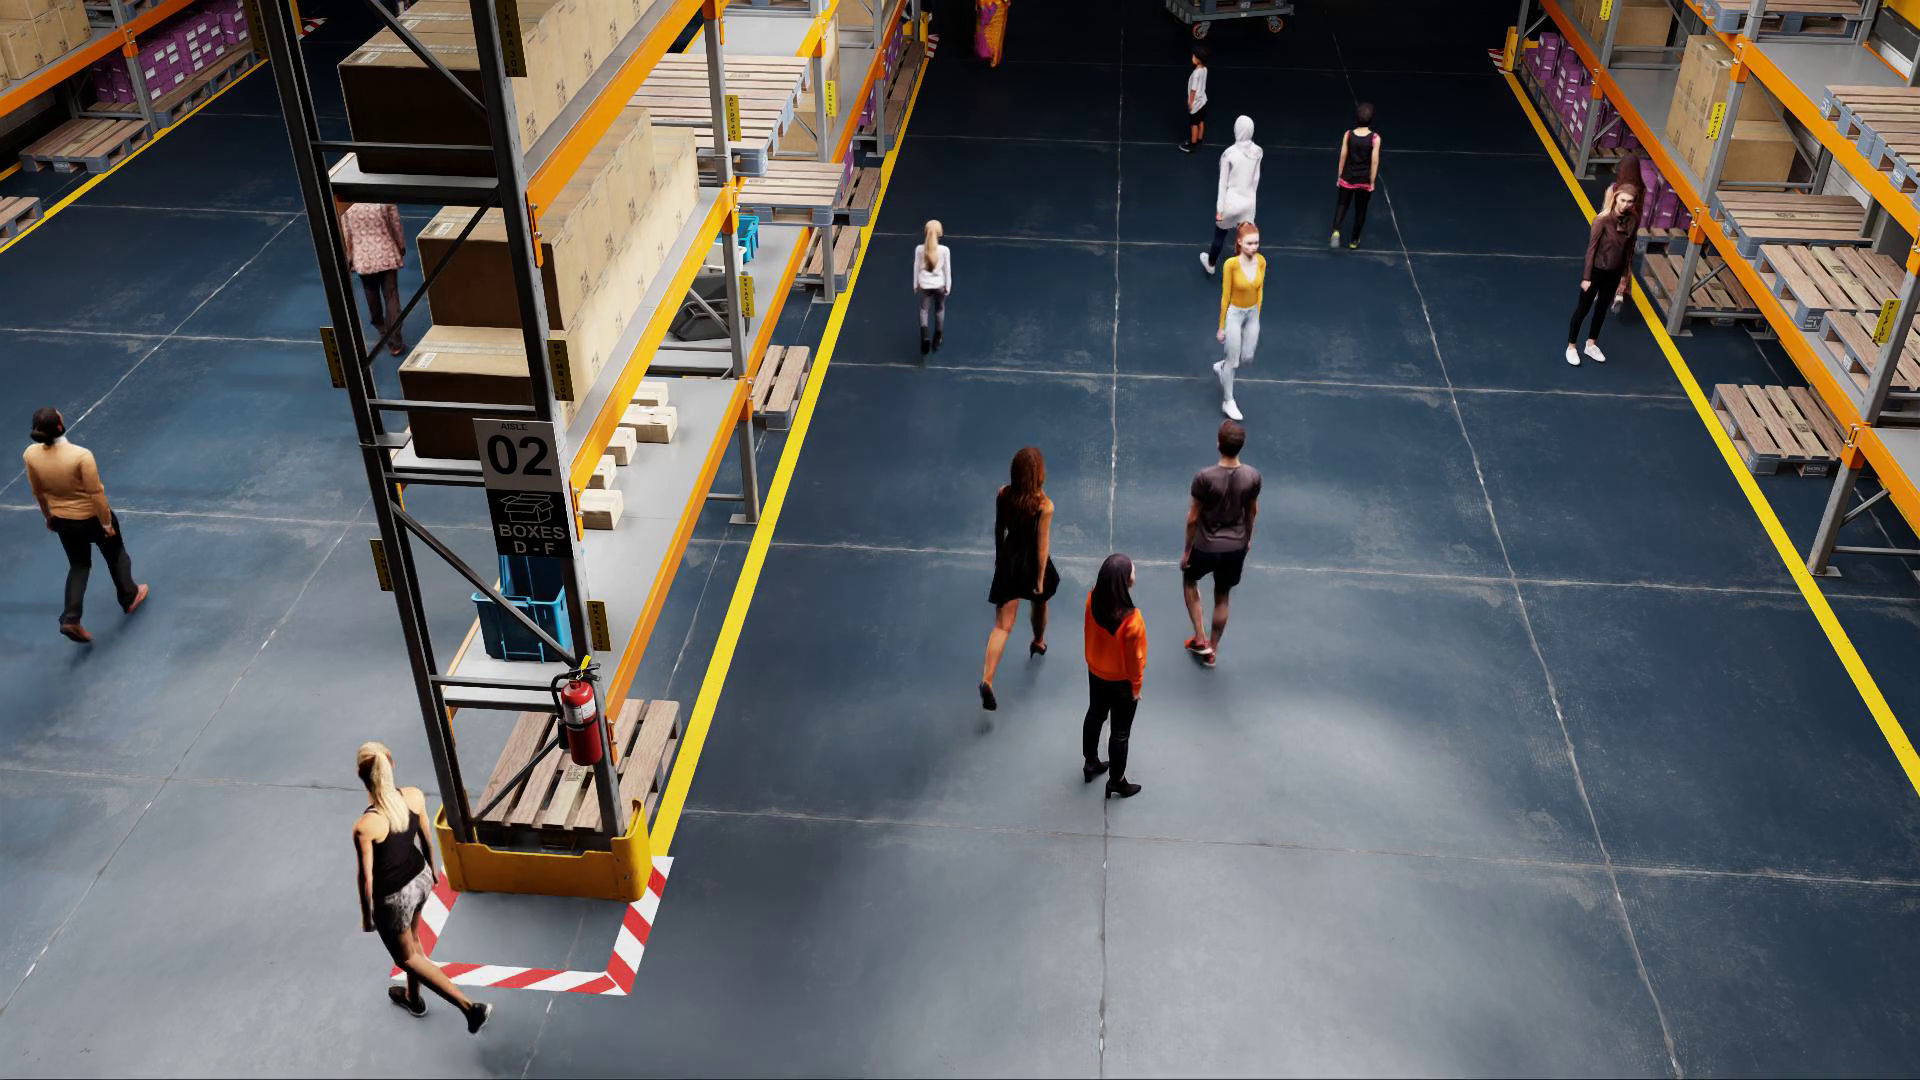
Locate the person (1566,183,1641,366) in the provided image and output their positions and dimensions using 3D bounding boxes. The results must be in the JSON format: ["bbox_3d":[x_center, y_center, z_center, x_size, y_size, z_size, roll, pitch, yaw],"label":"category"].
[{"bbox_3d":[5.778,-2.404,14.936,0.656,1.703,0.606,-6,34,-10],"label":"person"}]

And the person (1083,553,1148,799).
[{"bbox_3d":[0.924,0.813,10.056,0.768,1.748,0.693,-21,39,-29],"label":"person"}]

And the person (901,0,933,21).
[{"bbox_3d":[-0.585,-8.282,23.815,1.006,1.665,1.002,23,40,31],"label":"person"}]

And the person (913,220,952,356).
[{"bbox_3d":[-0.267,-2.284,15.150,0.506,1.267,0.737,2,34,3],"label":"person"}]

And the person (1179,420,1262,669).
[{"bbox_3d":[1.737,0.090,11.059,0.751,1.842,0.707,-6,34,-9],"label":"person"}]

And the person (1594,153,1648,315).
[{"bbox_3d":[6.300,-2.912,15.843,0.605,1.546,0.964,4,34,6],"label":"person"}]

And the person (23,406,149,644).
[{"bbox_3d":[-6.078,-0.094,11.434,0.652,1.733,1.051,2,34,3],"label":"person"}]

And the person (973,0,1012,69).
[{"bbox_3d":[0.420,-7.157,22.141,0.806,1.645,1.008,-4,34,-7],"label":"person"}]

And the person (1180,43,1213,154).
[{"bbox_3d":[2.801,-5.193,19.535,0.615,1.258,0.530,18,38,25],"label":"person"}]

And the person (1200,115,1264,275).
[{"bbox_3d":[2.718,-3.168,16.058,0.906,1.735,1.182,-9,35,-14],"label":"person"}]

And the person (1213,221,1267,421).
[{"bbox_3d":[2.323,-1.895,14.140,0.801,1.738,0.942,-12,36,-18],"label":"person"}]

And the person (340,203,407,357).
[{"bbox_3d":[-5.280,-2.510,15.028,0.847,1.778,1.057,-6,34,-10],"label":"person"}]

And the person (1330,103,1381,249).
[{"bbox_3d":[4.038,-3.680,17.005,0.711,1.537,0.890,15,37,22],"label":"person"}]

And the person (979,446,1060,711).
[{"bbox_3d":[0.346,0.299,10.797,0.893,1.784,1.297,15,37,22],"label":"person"}]

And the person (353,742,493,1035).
[{"bbox_3d":[-2.774,1.823,8.473,0.938,1.817,1.051,15,37,22],"label":"person"}]
